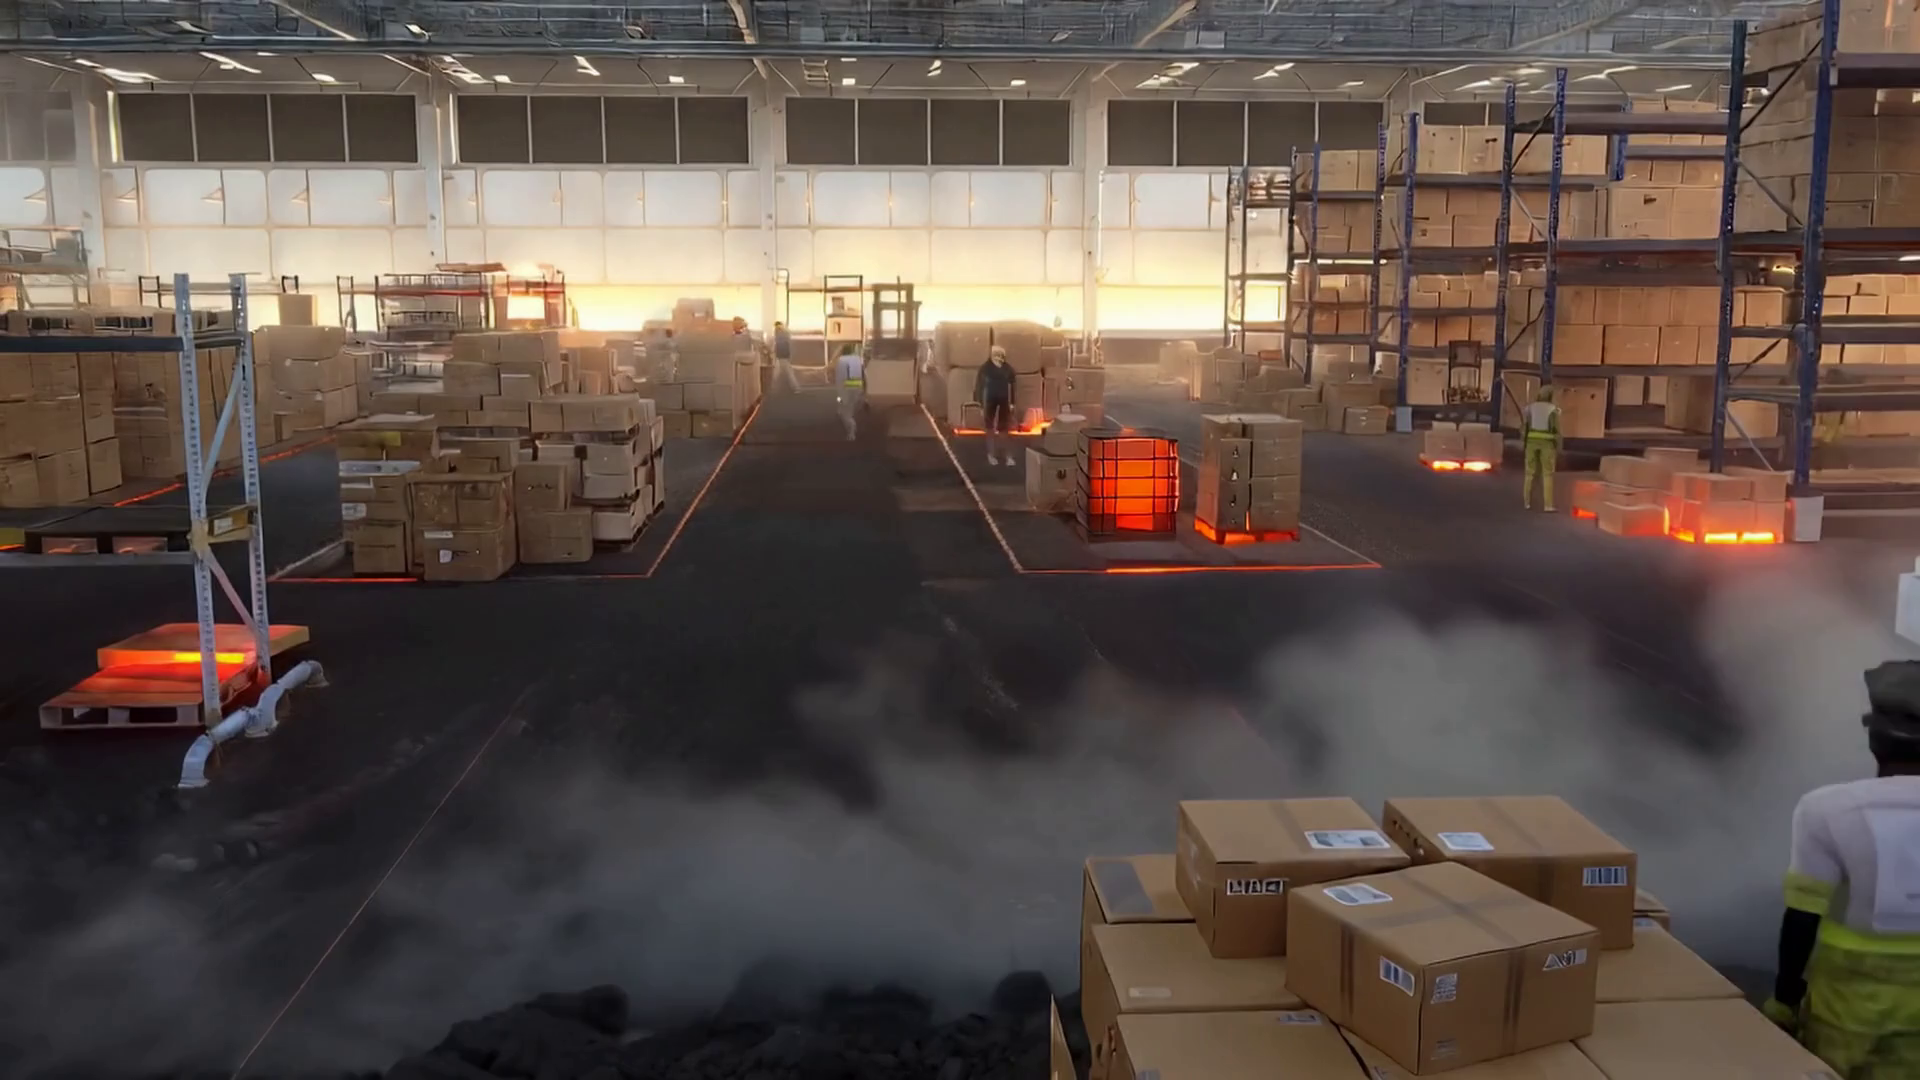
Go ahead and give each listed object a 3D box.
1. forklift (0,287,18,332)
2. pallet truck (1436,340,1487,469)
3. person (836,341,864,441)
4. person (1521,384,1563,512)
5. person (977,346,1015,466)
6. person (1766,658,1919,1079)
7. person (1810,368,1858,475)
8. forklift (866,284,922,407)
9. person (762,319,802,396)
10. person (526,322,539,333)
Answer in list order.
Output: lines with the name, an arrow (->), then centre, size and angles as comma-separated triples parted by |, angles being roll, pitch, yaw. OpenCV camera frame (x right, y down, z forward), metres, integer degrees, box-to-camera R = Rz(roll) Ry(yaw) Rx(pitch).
forklift -> -16.256, -2.887, 28.158 | 1.873, 2.768, 1.129 | -1, 9, -4
pallet truck -> 8.004, -2.170, 26.422 | 0.823, 1.965, 1.885 | 2, 9, 14
person -> -2.014, -2.705, 30.325 | 0.657, 1.825, 0.429 | -8, 12, -43
person -> 7.429, -1.170, 21.247 | 0.520, 1.645, 0.307 | 6, 11, 34
person -> 0.596, -2.128, 26.486 | 0.658, 1.886, 1.004 | -2, 9, -13
person -> 2.643, 1.304, 4.759 | 0.626, 1.947, 0.507 | 0, 9, -2
person -> 12.993, -1.725, 24.668 | 0.810, 1.667, 0.530 | 0, 9, 1
forklift -> -1.539, -4.498, 38.272 | 1.129, 2.768, 1.873 | 1, 9, 5
person -> -4.452, -4.585, 41.782 | 1.037, 1.941, 0.639 | 3, 10, 18
person -> -9.920, -4.118, 38.846 | 0.551, 1.932, 0.377 | 5, 10, 30
